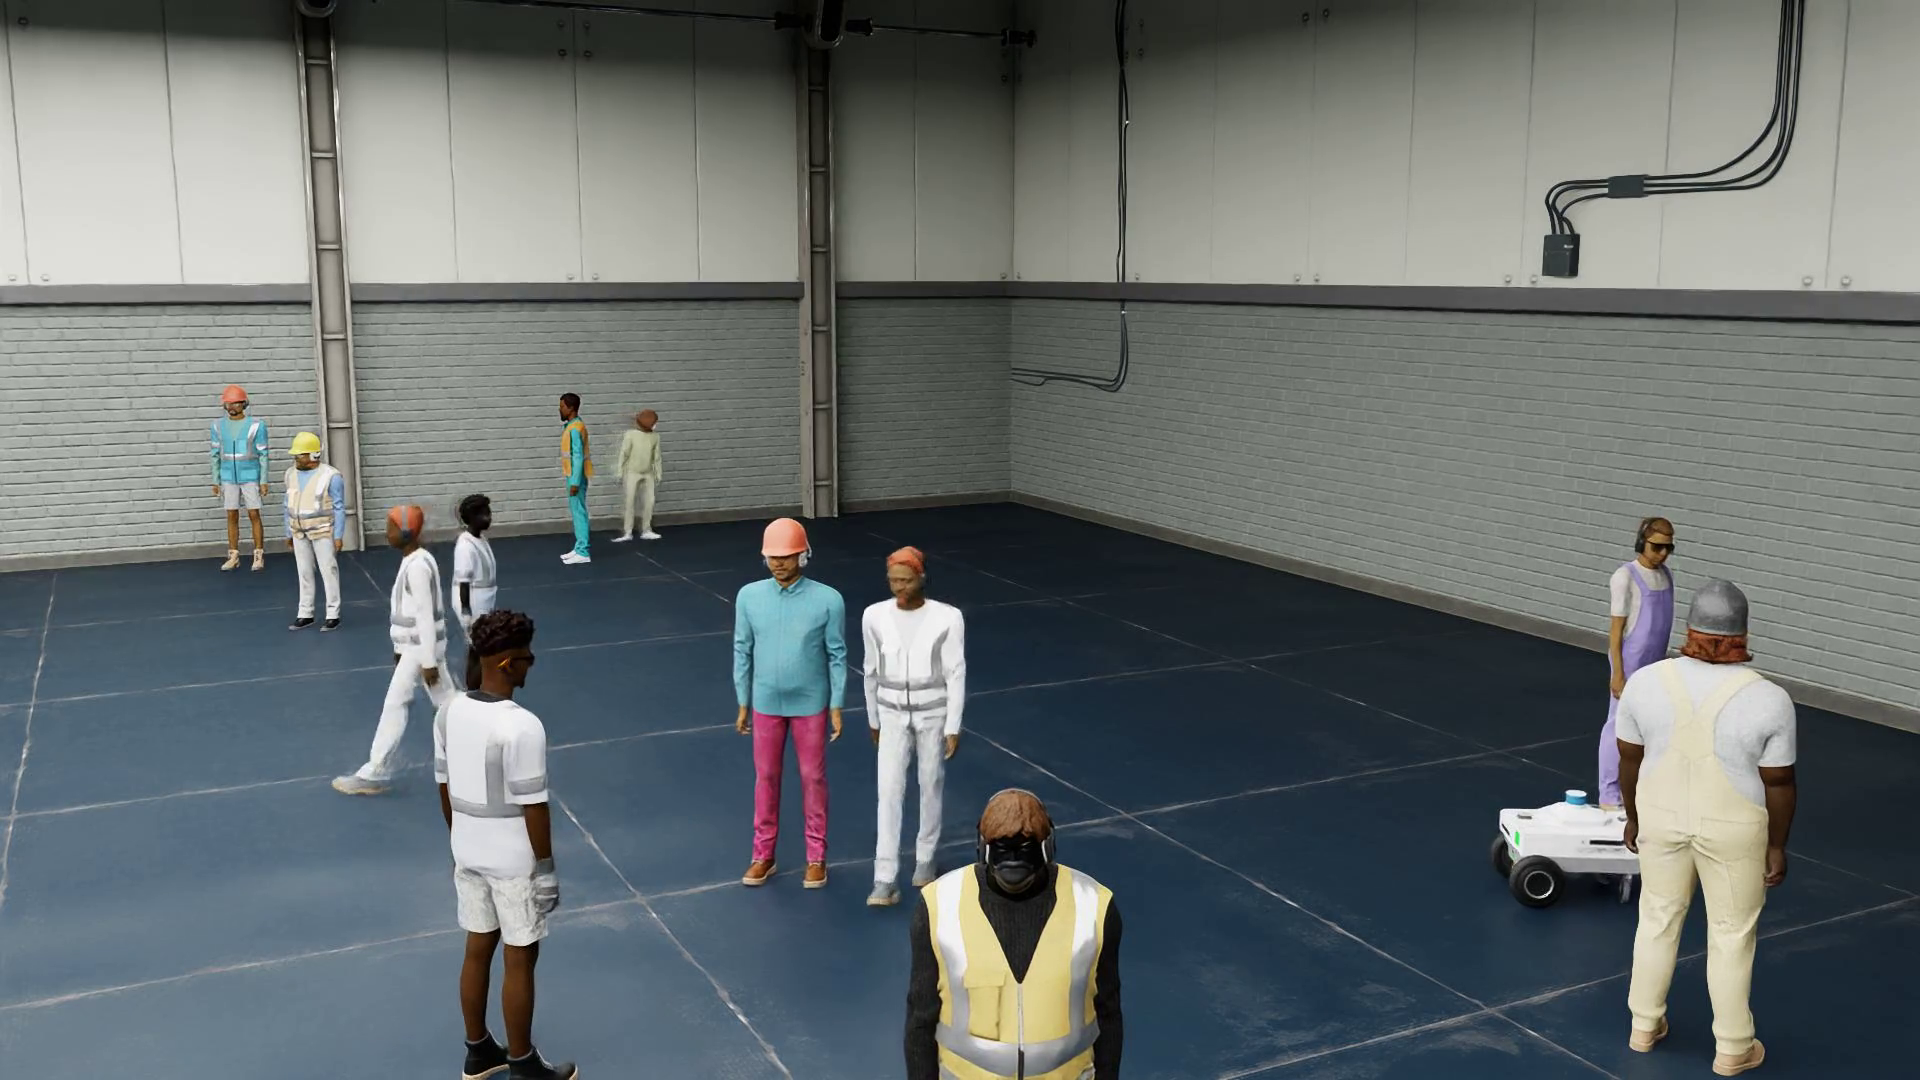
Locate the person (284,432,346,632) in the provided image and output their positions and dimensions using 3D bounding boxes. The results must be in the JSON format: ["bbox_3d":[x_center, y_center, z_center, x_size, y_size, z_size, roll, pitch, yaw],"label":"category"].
[{"bbox_3d":[-5.885,-0.072,15.134,0.589,1.827,0.404,2,10,14],"label":"person"}]

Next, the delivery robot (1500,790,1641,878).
[{"bbox_3d":[3.220,1.556,8.717,0.707,0.478,0.477,1,9,5],"label":"delivery robot"}]

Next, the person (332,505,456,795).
[{"bbox_3d":[-3.427,0.685,10.466,1.005,1.832,0.598,-2,10,-15],"label":"person"}]

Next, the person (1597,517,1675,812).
[{"bbox_3d":[4.064,0.766,9.934,0.506,1.839,0.351,-6,11,-32],"label":"person"}]

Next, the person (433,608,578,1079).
[{"bbox_3d":[-1.816,1.240,6.623,0.613,1.962,0.367,7,12,37],"label":"person"}]

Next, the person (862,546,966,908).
[{"bbox_3d":[-0.263,0.974,8.599,0.580,1.851,0.907,2,9,10],"label":"person"}]

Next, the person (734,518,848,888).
[{"bbox_3d":[-0.905,0.865,8.839,0.612,1.994,0.395,1,9,9],"label":"person"}]

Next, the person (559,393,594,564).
[{"bbox_3d":[-4.323,-0.700,18.715,0.388,1.919,0.594,-3,10,-16],"label":"person"}]

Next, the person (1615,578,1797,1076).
[{"bbox_3d":[3.093,1.161,6.878,0.688,2.000,0.539,8,12,40],"label":"person"}]

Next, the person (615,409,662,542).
[{"bbox_3d":[-3.902,-0.774,20.126,0.634,1.610,0.321,-7,11,-36],"label":"person"}]

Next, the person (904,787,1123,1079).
[{"bbox_3d":[0.156,1.602,4.769,0.633,1.842,0.429,0,9,-2],"label":"person"}]

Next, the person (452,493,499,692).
[{"bbox_3d":[-3.472,0.500,12.028,0.373,1.678,0.554,-1,9,-6],"label":"person"}]

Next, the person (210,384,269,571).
[{"bbox_3d":[-7.866,-0.676,18.173,0.607,2.048,0.370,-1,9,-5],"label":"person"}]
